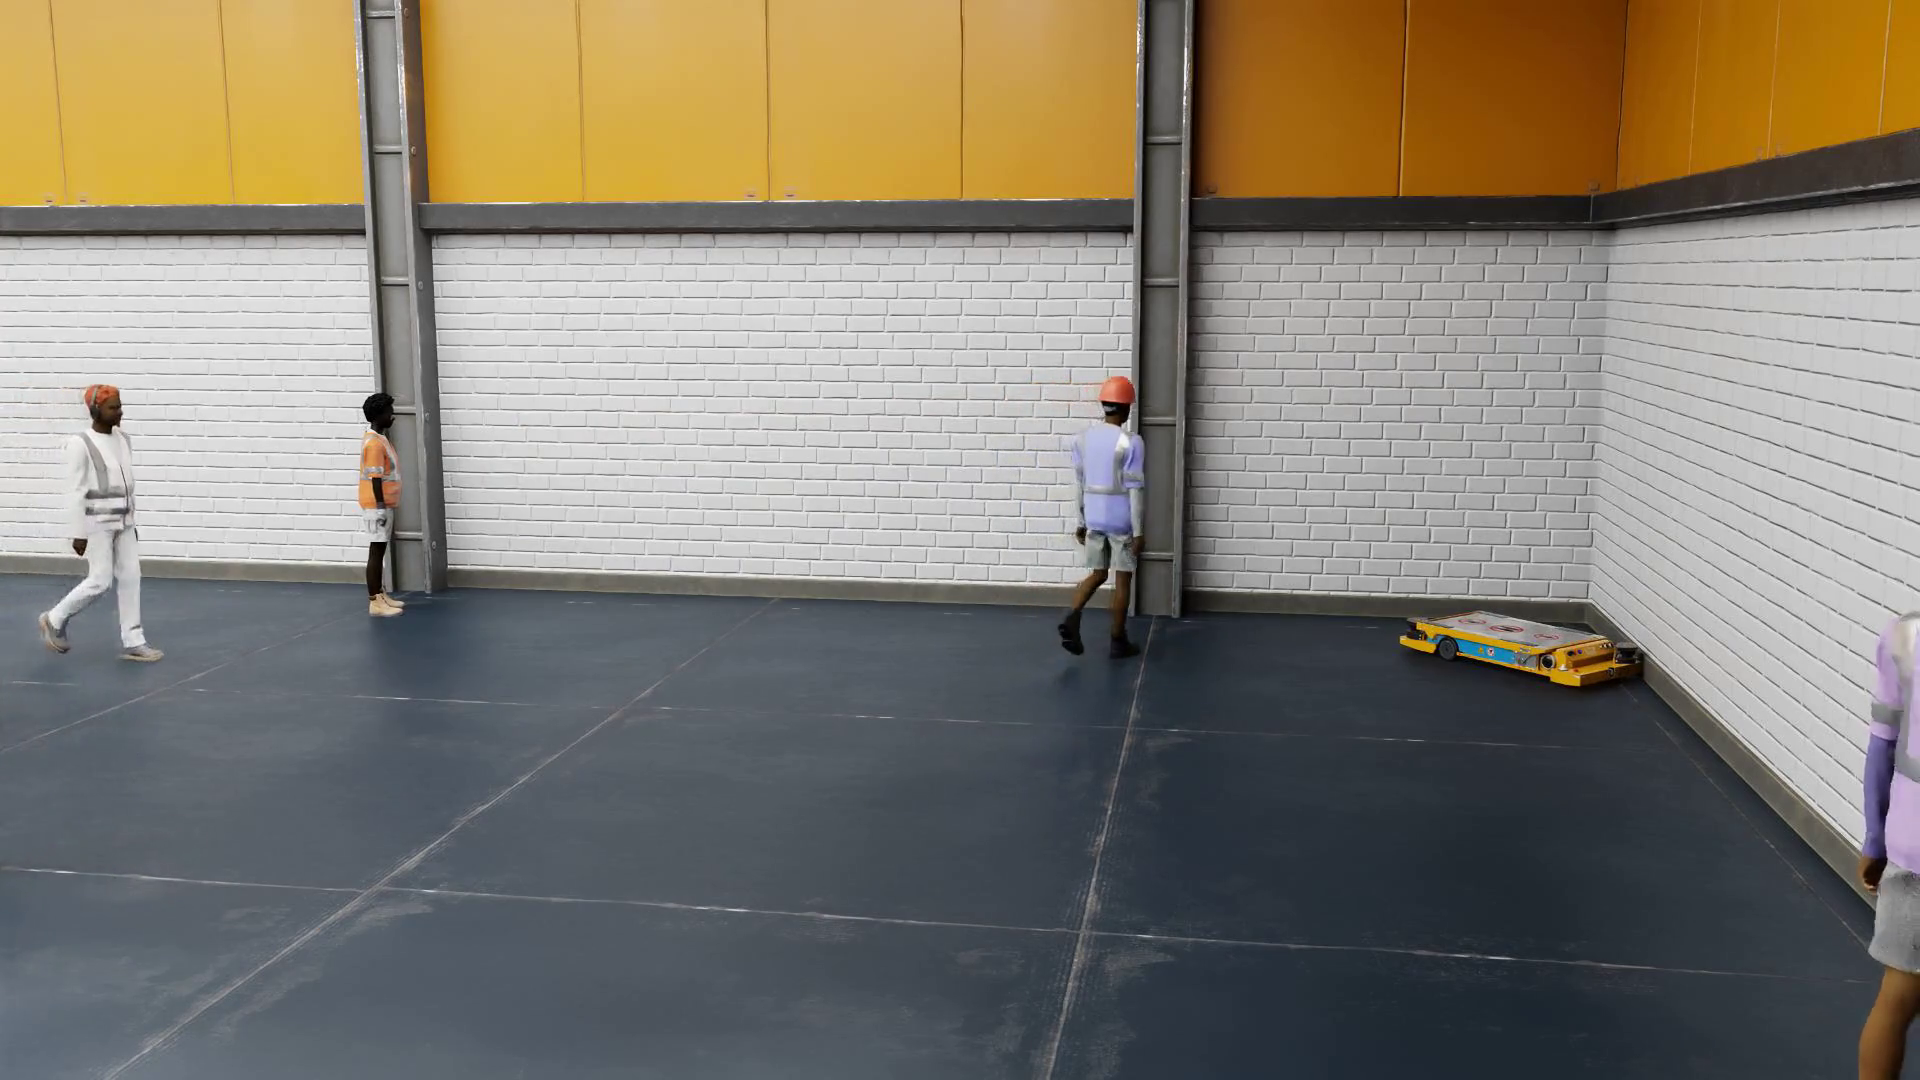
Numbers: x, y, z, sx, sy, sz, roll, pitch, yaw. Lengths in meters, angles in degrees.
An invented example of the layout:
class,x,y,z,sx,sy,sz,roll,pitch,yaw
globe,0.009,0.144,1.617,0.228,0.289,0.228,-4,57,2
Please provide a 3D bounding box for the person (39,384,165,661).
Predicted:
class,x,y,z,sx,sy,sz,roll,pitch,yaw
person,-5.739,-0.105,11.044,0.723,1.867,0.585,2,9,9

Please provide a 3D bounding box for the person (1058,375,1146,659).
class,x,y,z,sx,sy,sz,roll,pitch,yaw
person,0.960,-0.128,11.021,0.555,1.919,0.645,8,12,41

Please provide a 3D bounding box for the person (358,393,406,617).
class,x,y,z,sx,sy,sz,roll,pitch,yaw
person,-4.379,-0.266,12.572,0.319,1.691,0.535,-3,10,-17

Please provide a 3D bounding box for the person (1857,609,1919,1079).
class,x,y,z,sx,sy,sz,roll,pitch,yaw
person,2.800,0.878,4.540,0.447,2.020,0.659,-5,11,-29

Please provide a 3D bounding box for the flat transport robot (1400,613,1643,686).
class,x,y,z,sx,sy,sz,roll,pitch,yaw
flat transport robot,3.690,0.694,11.011,0.652,0.197,1.431,-6,11,-34
